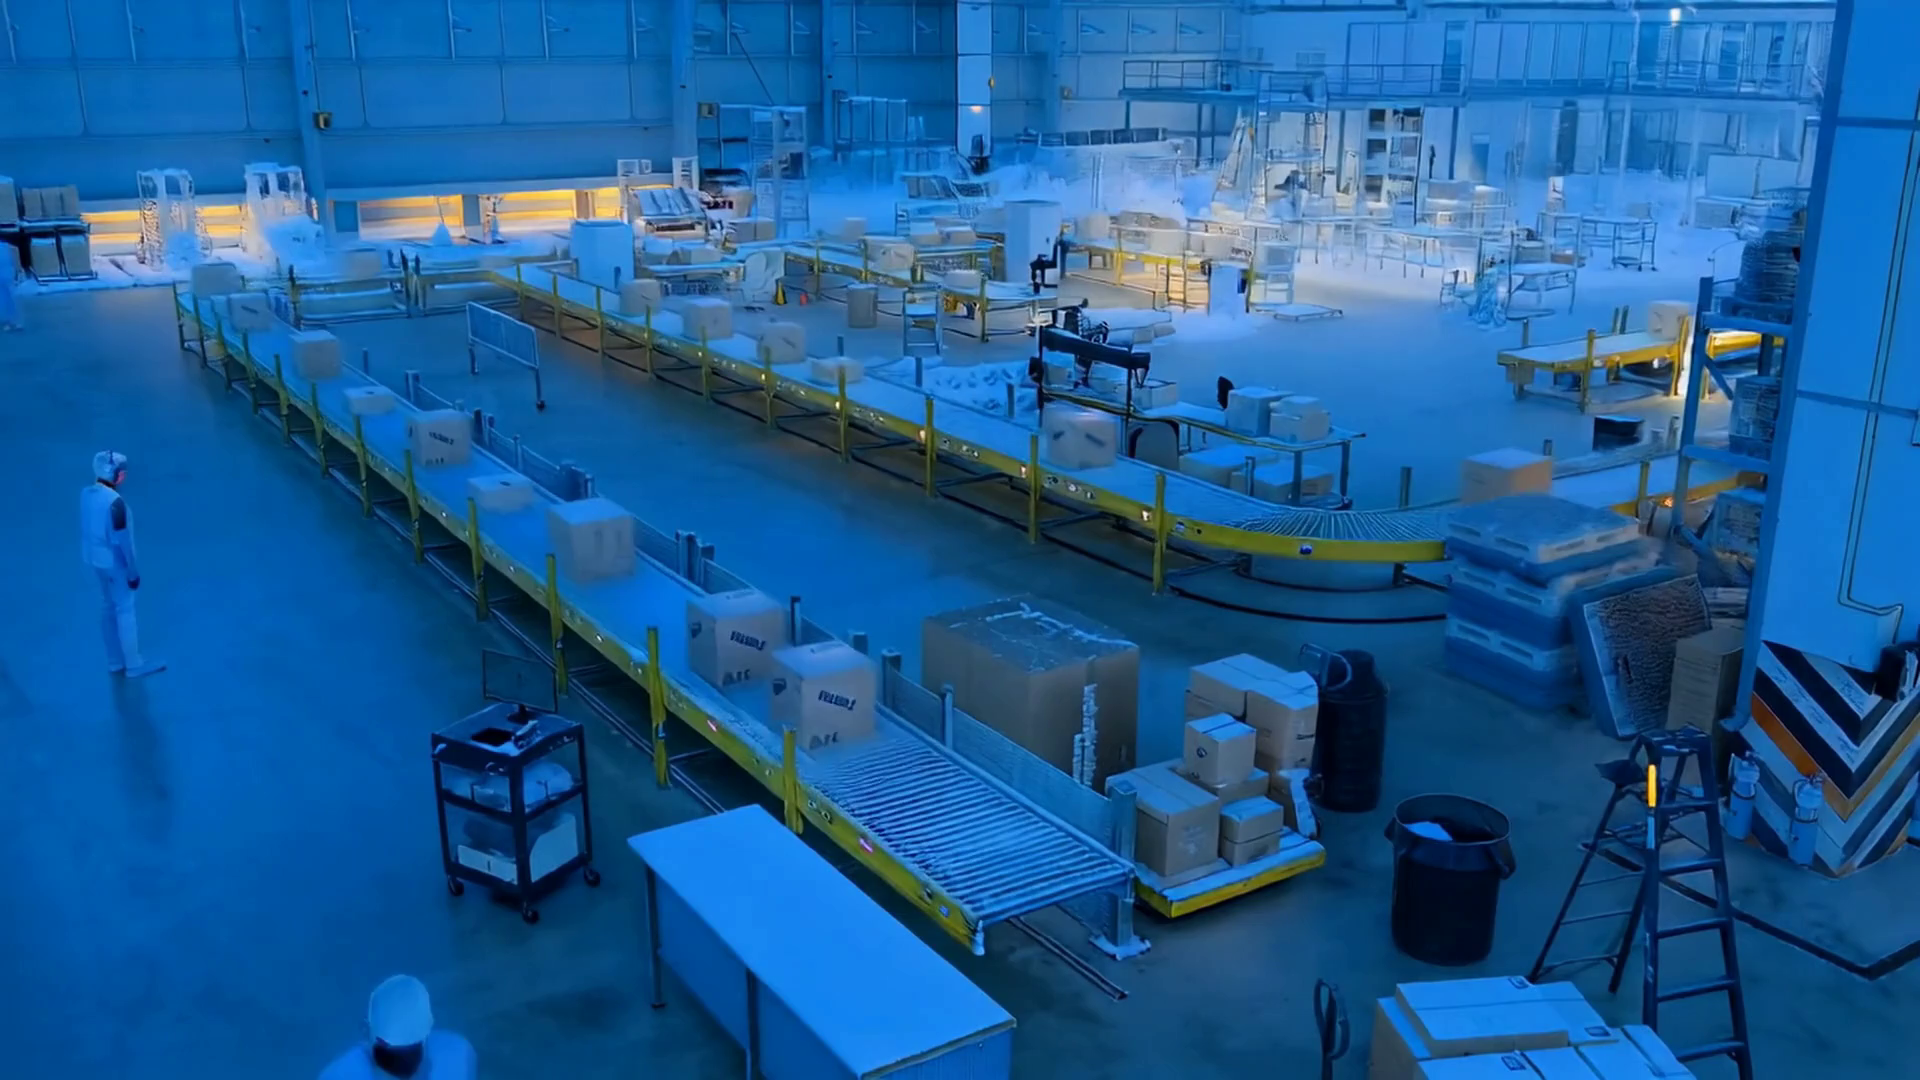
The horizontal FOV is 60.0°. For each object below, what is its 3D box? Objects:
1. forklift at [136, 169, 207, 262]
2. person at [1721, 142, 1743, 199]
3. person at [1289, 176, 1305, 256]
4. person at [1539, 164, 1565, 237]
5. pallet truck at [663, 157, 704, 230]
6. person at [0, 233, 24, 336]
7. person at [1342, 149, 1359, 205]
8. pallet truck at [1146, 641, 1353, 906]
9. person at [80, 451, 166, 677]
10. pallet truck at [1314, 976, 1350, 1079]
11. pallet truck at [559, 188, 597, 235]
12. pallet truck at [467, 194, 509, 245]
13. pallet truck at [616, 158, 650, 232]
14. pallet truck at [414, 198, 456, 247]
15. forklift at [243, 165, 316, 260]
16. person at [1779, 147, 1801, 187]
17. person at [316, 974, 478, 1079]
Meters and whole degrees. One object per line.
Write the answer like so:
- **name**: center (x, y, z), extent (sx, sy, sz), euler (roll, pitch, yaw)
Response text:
- **forklift**: center (-17.842, -7.318, 37.559), extent (1.157, 1.987, 2.680), euler (-10, 20, -31)
- **person**: center (24.026, -11.406, 51.792), extent (0.594, 1.925, 0.369), euler (1, 17, 2)
- **person**: center (8.049, -7.724, 39.642), extent (0.334, 1.871, 0.521), euler (-3, 17, -10)
- **person**: center (15.541, -8.901, 43.560), extent (0.597, 1.869, 0.595), euler (-9, 19, -27)
- **pallet truck**: center (-7.586, -9.308, 44.692), extent (0.823, 1.965, 1.885), euler (-11, 20, -33)
- **person**: center (-16.677, -4.533, 28.883), extent (0.695, 1.959, 0.641), euler (16, 23, 42)
- **person**: center (11.979, -11.103, 51.064), extent (0.532, 1.768, 0.311), euler (7, 18, 22)
- **pallet truck**: center (1.664, 1.407, 10.232), extent (1.630, 1.274, 0.653), euler (-10, 20, -31)
- **person**: center (-6.788, 0.197, 13.338), extent (0.565, 1.837, 0.401), euler (12, 21, 36)
- **pallet truck**: center (2.299, 2.390, 7.086), extent (1.601, 1.201, 0.680), euler (-2, 17, -7)
- **pallet truck**: center (-10.010, -8.652, 43.699), extent (0.653, 1.274, 1.630), euler (-10, 20, -31)
- **pallet truck**: center (-11.983, -8.177, 42.137), extent (0.704, 1.261, 1.522), euler (-11, 20, -33)
- **pallet truck**: center (-8.918, -9.176, 44.255), extent (0.823, 1.965, 1.885), euler (-9, 19, -27)
- **pallet truck**: center (-13.250, -8.060, 41.856), extent (0.680, 1.201, 1.601), euler (-10, 20, -31)
- **forklift**: center (-15.898, -7.669, 38.708), extent (1.157, 1.987, 2.680), euler (-11, 20, -33)
- **person**: center (24.004, -10.338, 48.046), extent (0.707, 2.000, 0.545), euler (-6, 18, -19)
- **person**: center (-1.993, 2.391, 6.065), extent (0.611, 1.816, 0.420), euler (-10, 20, -31)
